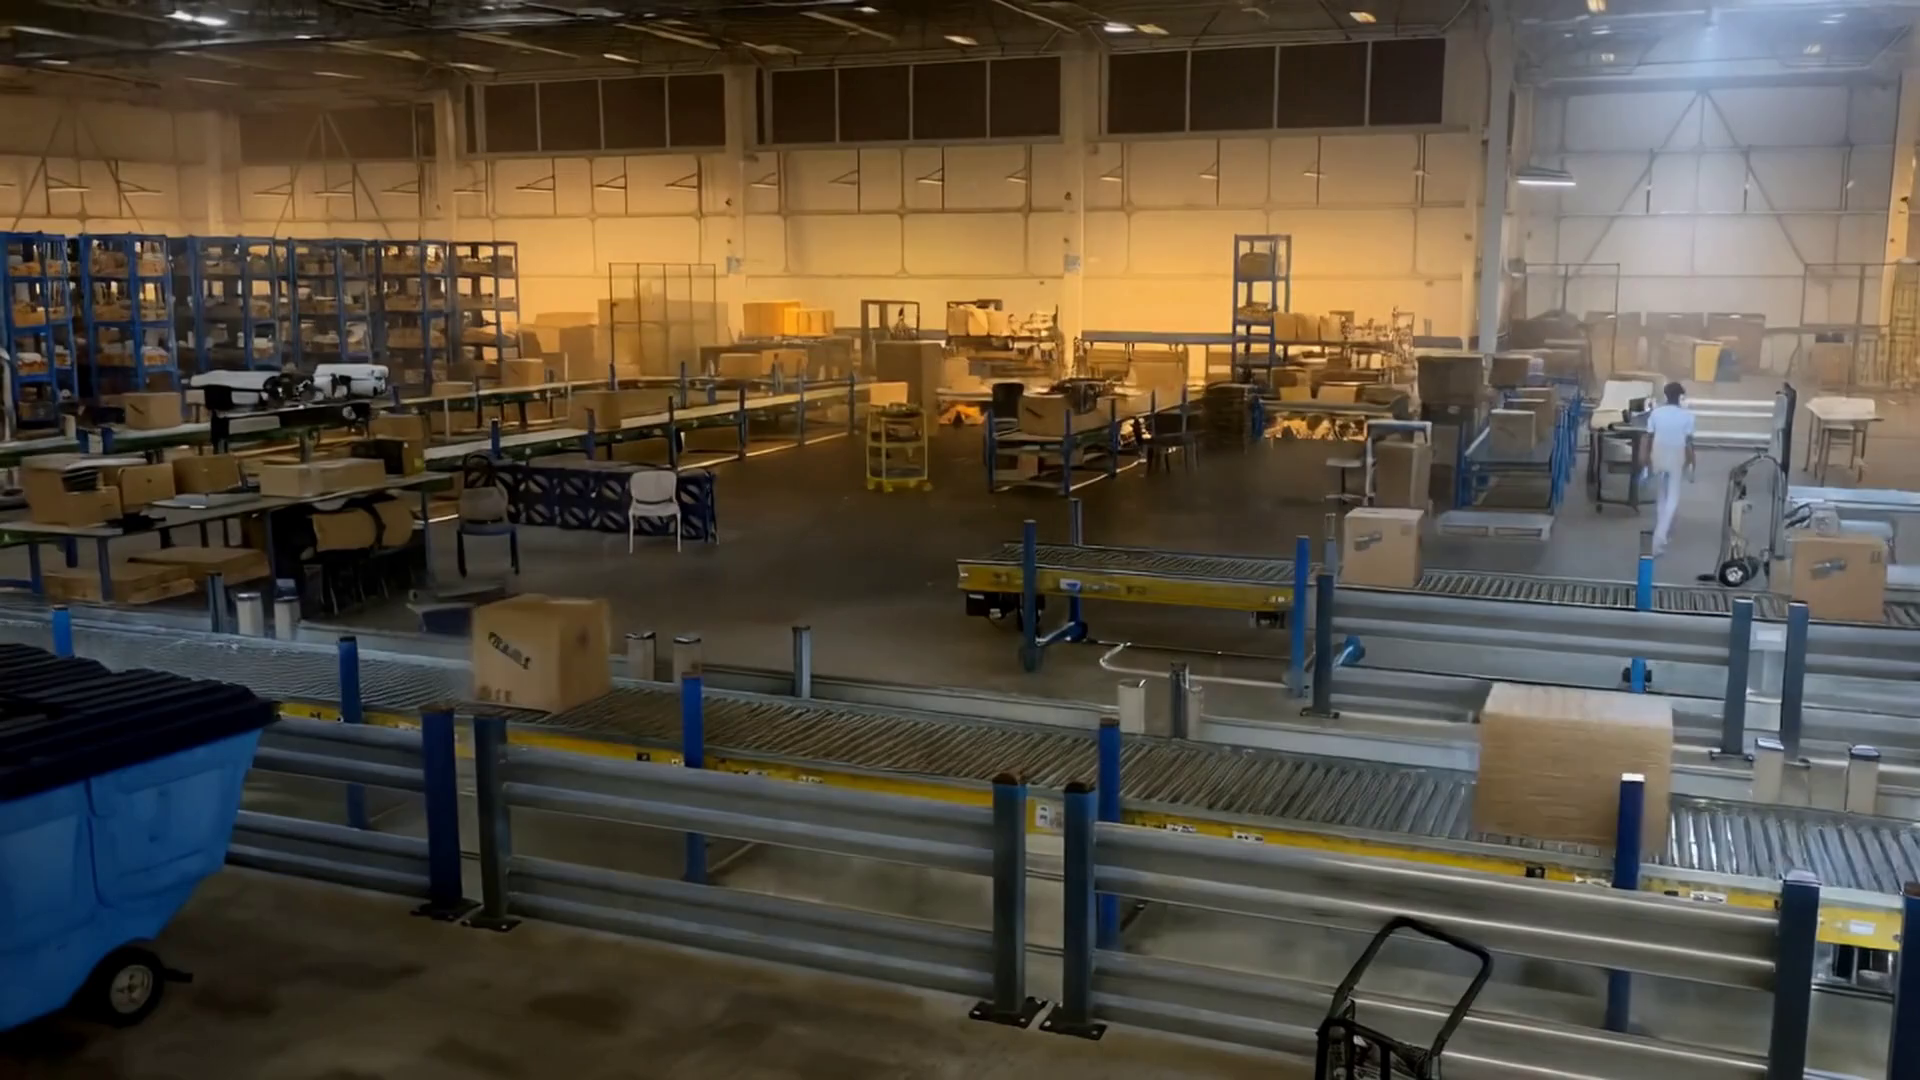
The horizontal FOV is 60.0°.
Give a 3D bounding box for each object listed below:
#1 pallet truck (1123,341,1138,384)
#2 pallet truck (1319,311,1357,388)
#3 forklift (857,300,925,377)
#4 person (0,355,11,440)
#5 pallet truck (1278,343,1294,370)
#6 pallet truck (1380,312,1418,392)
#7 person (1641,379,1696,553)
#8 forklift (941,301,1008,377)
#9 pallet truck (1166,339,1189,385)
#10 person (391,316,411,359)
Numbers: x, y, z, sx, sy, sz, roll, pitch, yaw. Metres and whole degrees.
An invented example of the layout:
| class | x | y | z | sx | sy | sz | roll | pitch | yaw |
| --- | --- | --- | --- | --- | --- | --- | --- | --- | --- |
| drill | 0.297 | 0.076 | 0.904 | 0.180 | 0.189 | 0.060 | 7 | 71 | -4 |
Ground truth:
| class | x | y | z | sx | sy | sz | roll | pitch | yaw |
| --- | --- | --- | --- | --- | --- | --- | --- | --- | --- |
| pallet truck | 4.445 | -4.380 | 41.279 | 0.680 | 1.201 | 1.601 | 4 | 10 | 22 |
| pallet truck | 9.071 | -4.419 | 39.190 | 0.823 | 1.965 | 1.885 | 5 | 10 | 26 |
| forklift | -1.732 | -5.109 | 42.468 | 1.157 | 1.987 | 2.680 | 4 | 10 | 22 |
| person | -15.187 | -2.214 | 26.105 | 0.643 | 1.908 | 0.399 | 4 | 10 | 24 |
| pallet truck | 7.886 | -4.163 | 39.743 | 0.653 | 1.274 | 1.630 | 4 | 10 | 22 |
| pallet truck | 10.207 | -4.283 | 38.369 | 0.823 | 1.965 | 1.885 | 3 | 10 | 20 |
| person | 7.536 | -0.791 | 17.707 | 0.528 | 1.842 | 0.876 | 7 | 12 | 38 |
| forklift | 0.365 | -4.966 | 41.571 | 1.157 | 1.987 | 2.680 | 3 | 10 | 20 |
| pallet truck | 5.418 | -4.269 | 40.420 | 0.704 | 1.261 | 1.522 | 3 | 10 | 20 |
| person | -15.954 | -5.758 | 47.499 | 1.016 | 1.939 | 0.632 | 8 | 13 | 42 |
